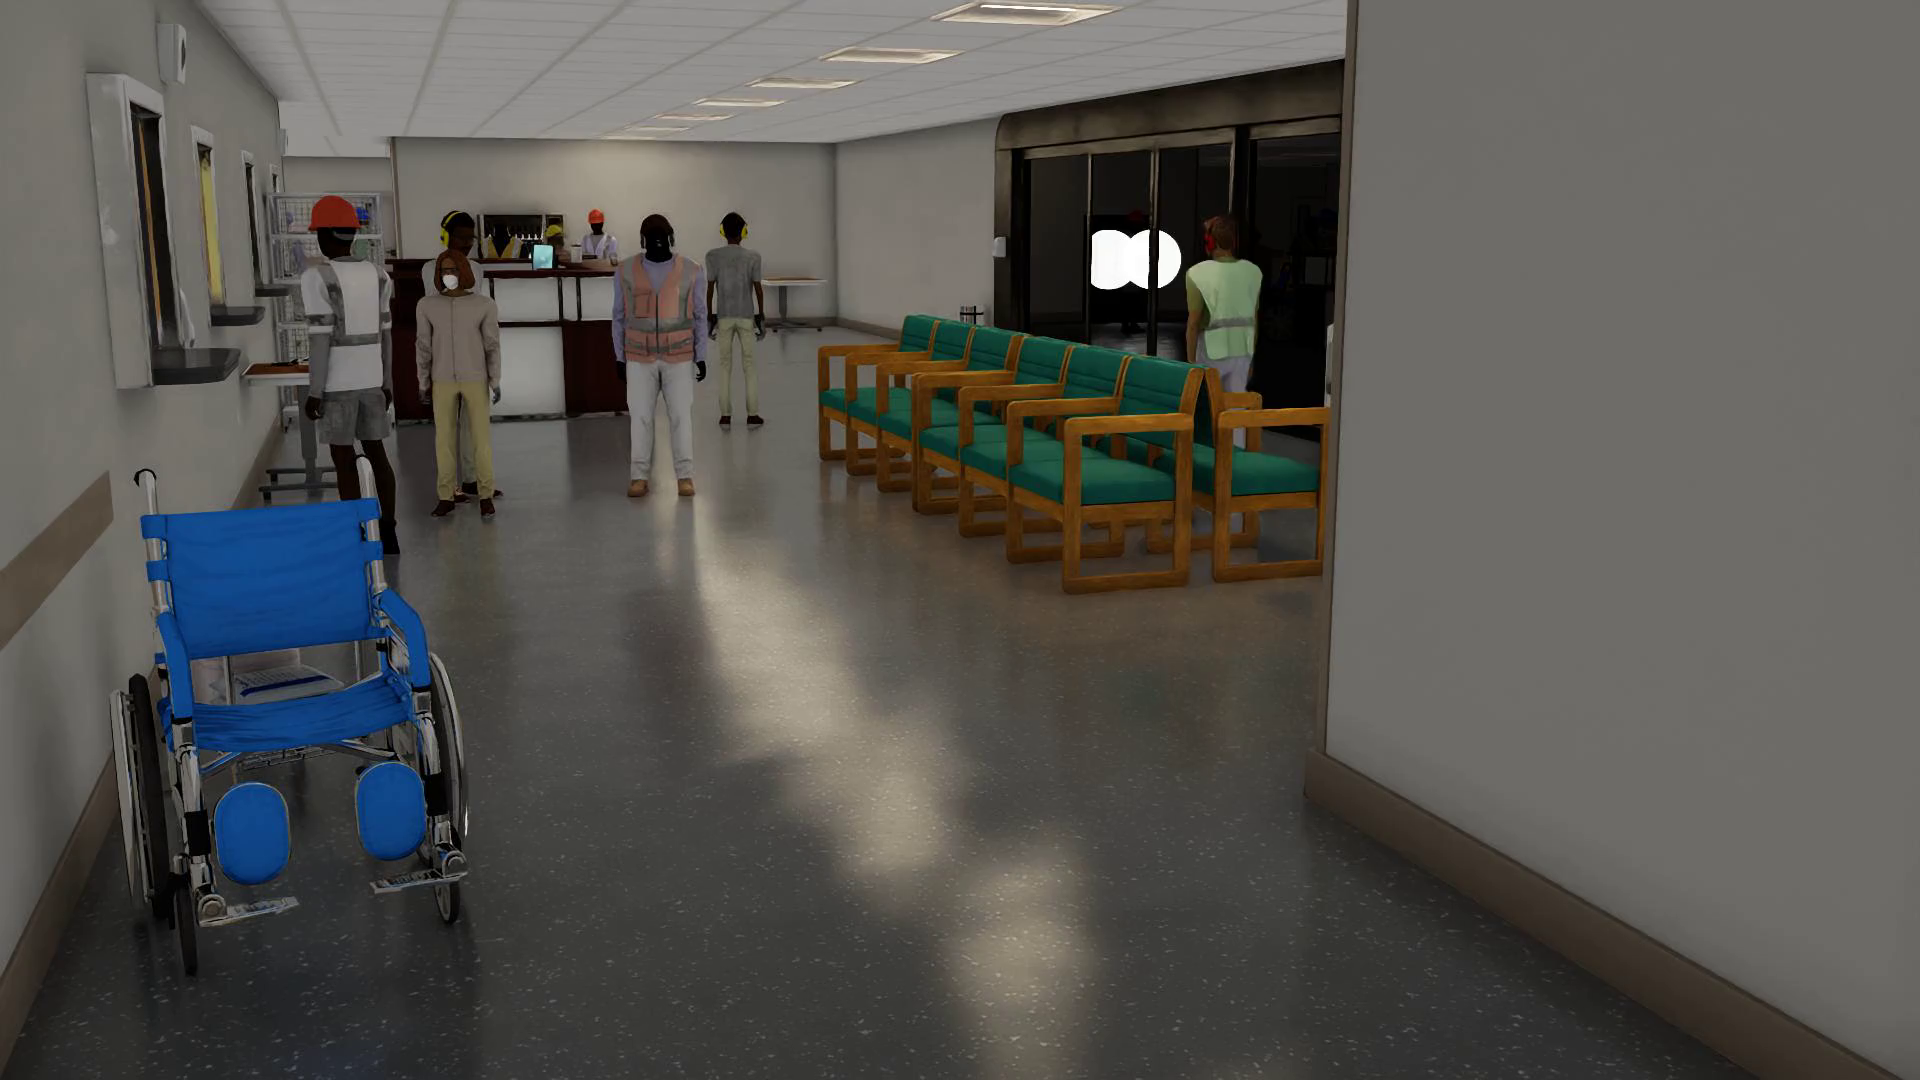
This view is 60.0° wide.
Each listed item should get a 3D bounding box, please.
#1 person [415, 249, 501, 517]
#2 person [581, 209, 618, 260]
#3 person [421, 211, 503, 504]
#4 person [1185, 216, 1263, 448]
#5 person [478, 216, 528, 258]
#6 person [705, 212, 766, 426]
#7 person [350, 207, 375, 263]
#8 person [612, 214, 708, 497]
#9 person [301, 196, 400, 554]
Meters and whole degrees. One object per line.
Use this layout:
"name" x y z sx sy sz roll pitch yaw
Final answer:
"person" -3.063 -0.953 10.184 0.507 1.633 0.278 -1 11 -7
"person" -5.106 -3.699 23.520 0.545 1.929 0.390 2 11 11
"person" -3.210 -1.177 10.740 0.328 1.865 0.519 6 12 27
"person" 1.687 -1.156 10.715 0.575 1.827 0.461 -4 12 -20
"person" -5.688 -3.107 20.740 0.618 1.836 0.431 -1 11 -4
"person" -1.966 -1.926 14.581 0.535 1.866 0.314 0 11 -2
"person" -8.029 -3.482 22.339 0.375 1.950 0.614 -7 13 -33
"person" -1.965 -1.199 10.912 0.621 1.845 0.429 -1 11 -7
"person" -3.272 -0.848 8.865 0.366 1.935 0.552 6 12 27
